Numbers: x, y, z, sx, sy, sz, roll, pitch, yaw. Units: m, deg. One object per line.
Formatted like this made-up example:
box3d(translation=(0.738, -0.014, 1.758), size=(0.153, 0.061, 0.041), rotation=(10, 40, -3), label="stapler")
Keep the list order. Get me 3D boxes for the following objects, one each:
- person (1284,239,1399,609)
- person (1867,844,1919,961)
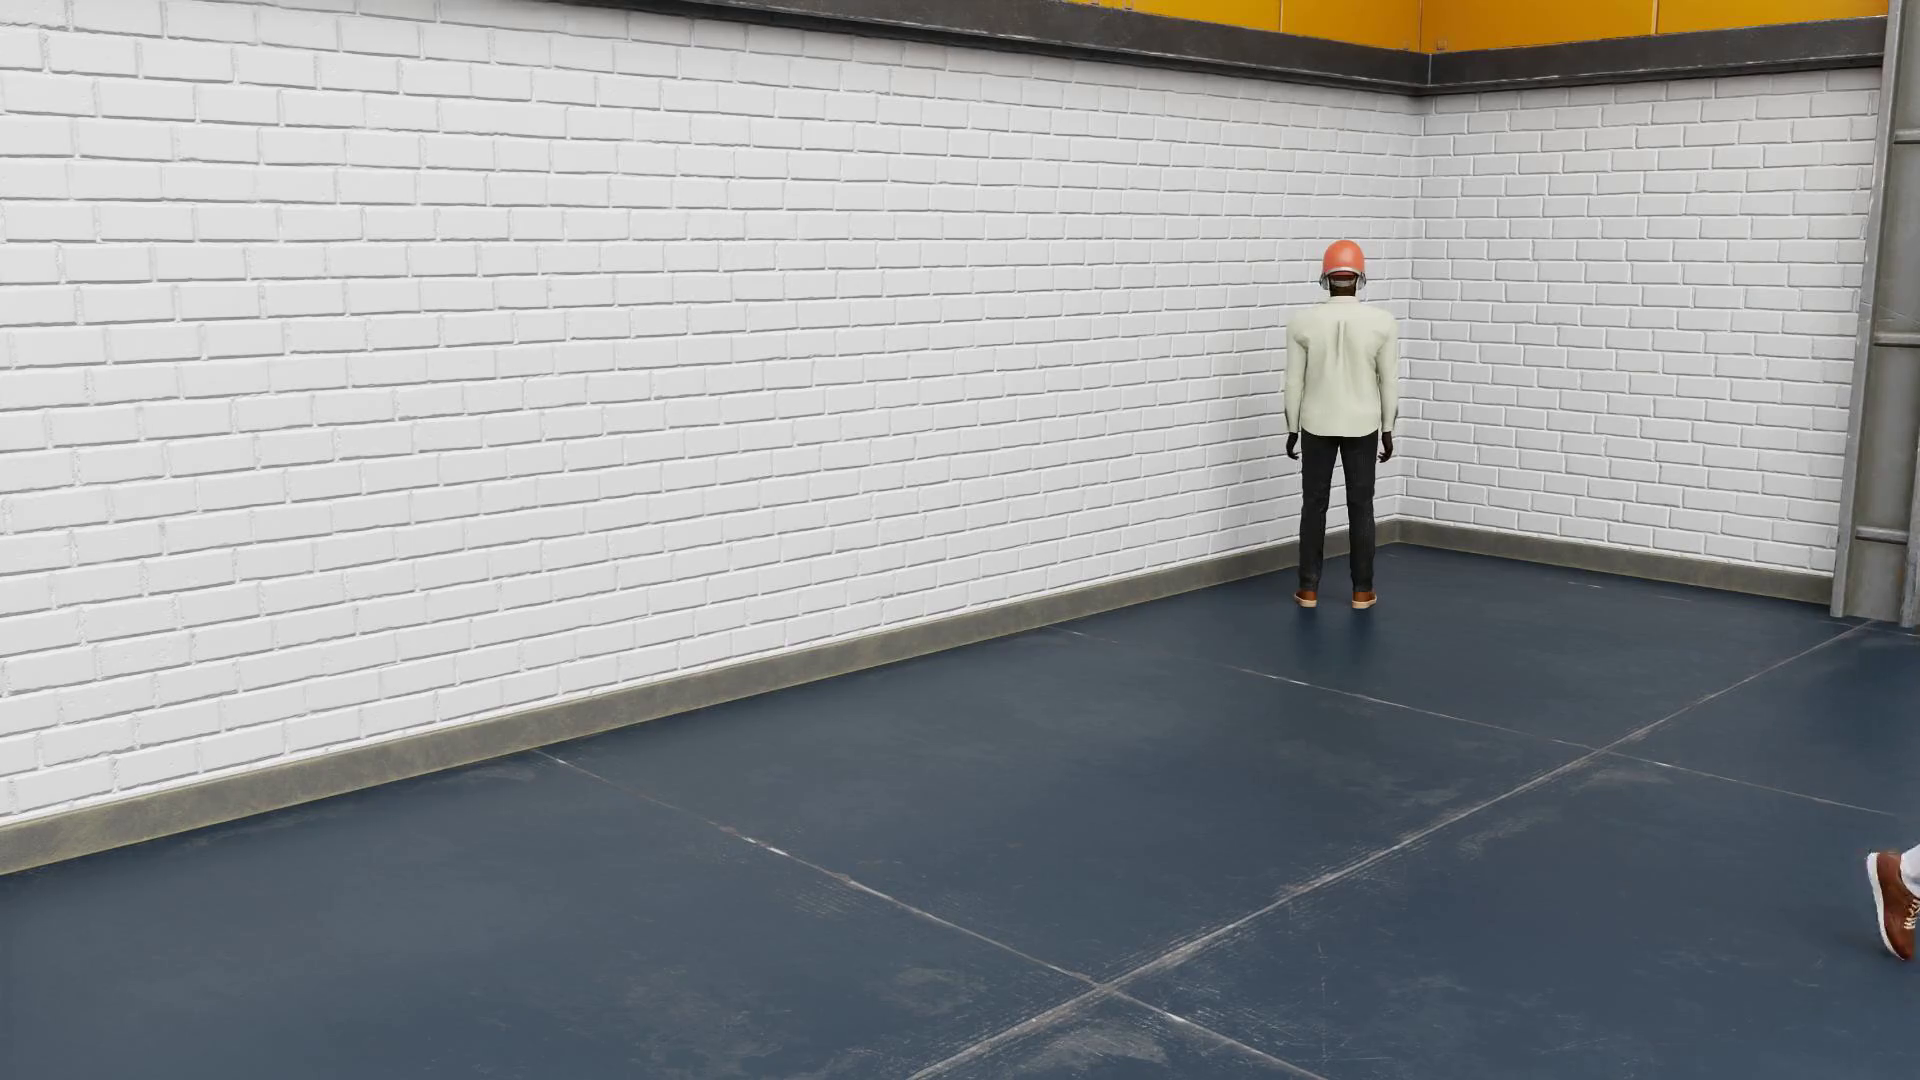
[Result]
box3d(translation=(2.060, -0.617, 9.025), size=(0.611, 1.997, 0.375), rotation=(2, 11, 12), label="person")
box3d(translation=(2.733, 0.342, 4.237), size=(0.514, 1.846, 0.783), rotation=(-5, 11, -24), label="person")
